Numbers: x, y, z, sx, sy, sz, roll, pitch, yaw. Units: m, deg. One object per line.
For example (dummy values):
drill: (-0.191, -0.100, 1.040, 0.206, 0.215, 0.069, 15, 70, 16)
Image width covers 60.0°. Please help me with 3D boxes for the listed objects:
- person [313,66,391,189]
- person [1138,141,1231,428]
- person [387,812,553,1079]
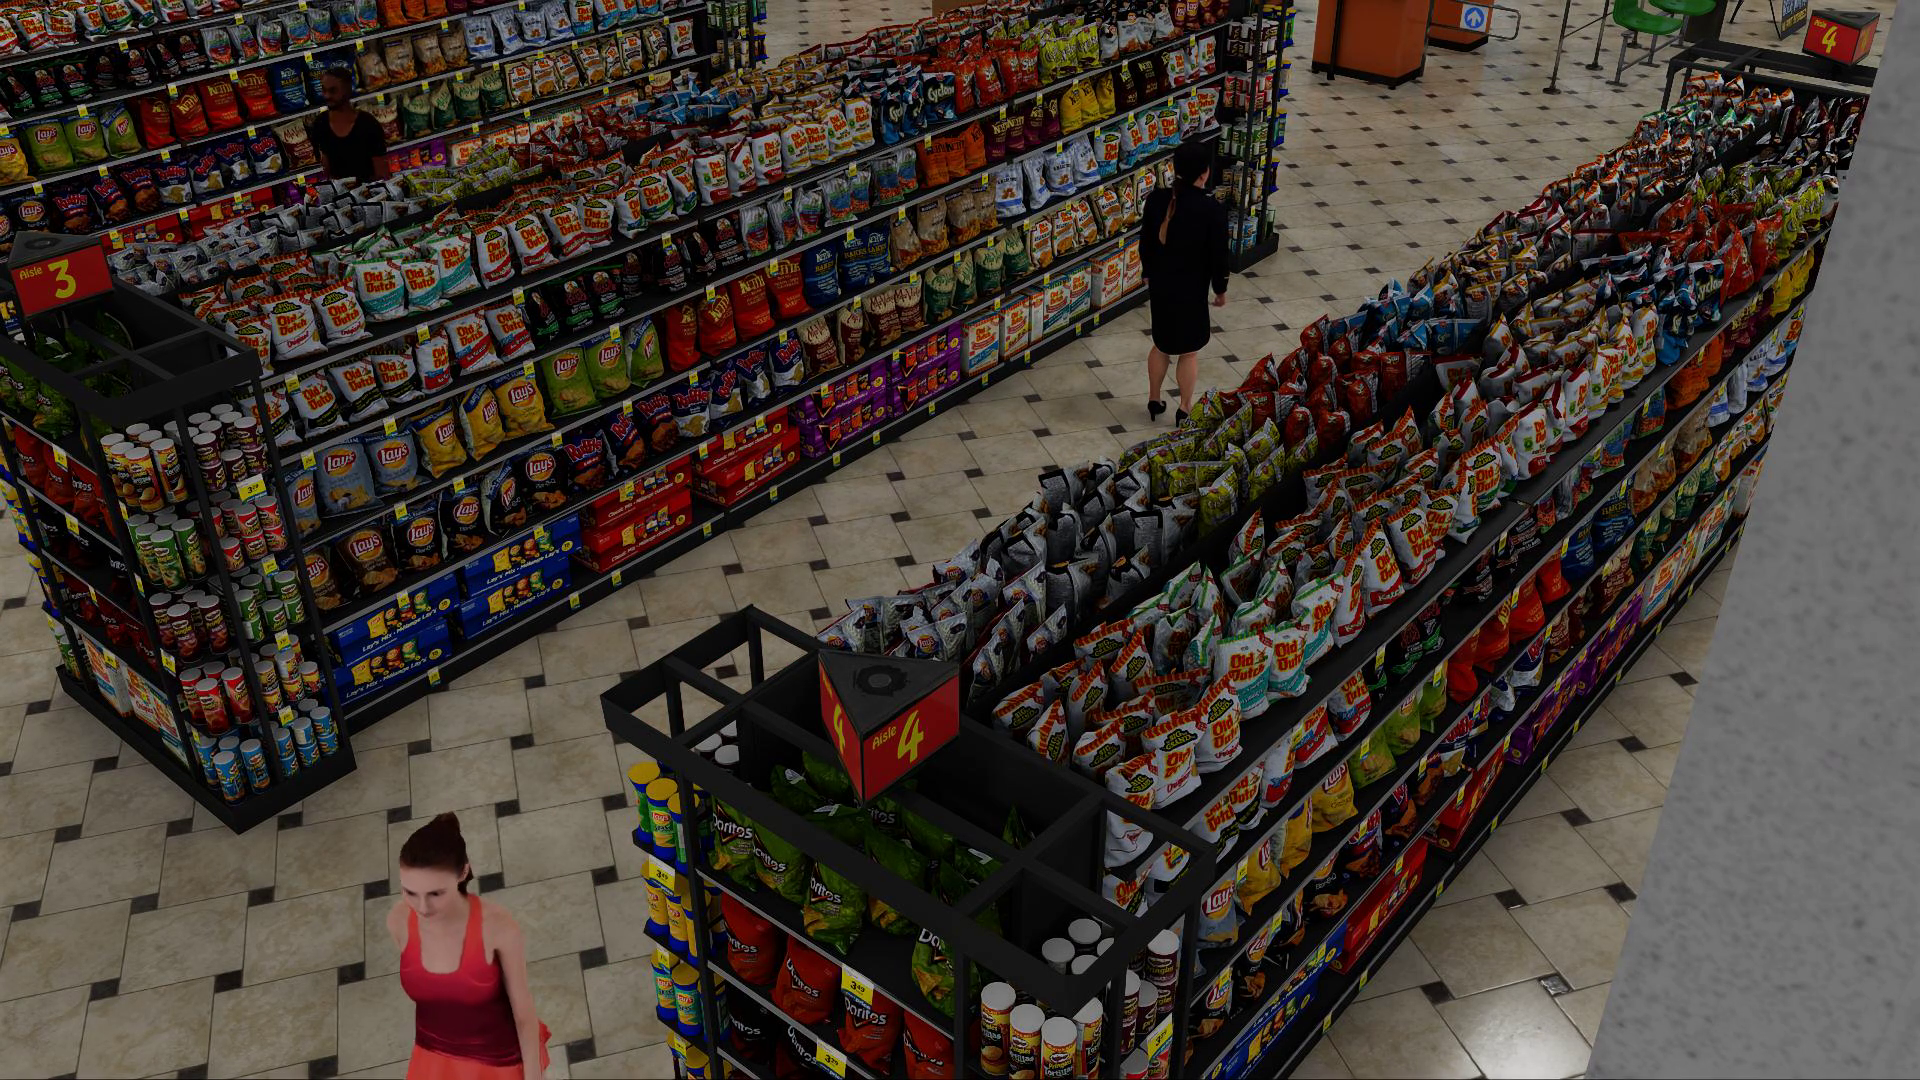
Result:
person: (-3.659, -2.079, 10.405, 0.977, 1.773, 1.147, 5, 32, 7)
person: (1.251, -1.434, 9.465, 0.720, 1.671, 0.643, 20, 37, 29)
person: (-1.347, 1.435, 4.824, 0.991, 1.703, 1.173, 3, 32, 5)
